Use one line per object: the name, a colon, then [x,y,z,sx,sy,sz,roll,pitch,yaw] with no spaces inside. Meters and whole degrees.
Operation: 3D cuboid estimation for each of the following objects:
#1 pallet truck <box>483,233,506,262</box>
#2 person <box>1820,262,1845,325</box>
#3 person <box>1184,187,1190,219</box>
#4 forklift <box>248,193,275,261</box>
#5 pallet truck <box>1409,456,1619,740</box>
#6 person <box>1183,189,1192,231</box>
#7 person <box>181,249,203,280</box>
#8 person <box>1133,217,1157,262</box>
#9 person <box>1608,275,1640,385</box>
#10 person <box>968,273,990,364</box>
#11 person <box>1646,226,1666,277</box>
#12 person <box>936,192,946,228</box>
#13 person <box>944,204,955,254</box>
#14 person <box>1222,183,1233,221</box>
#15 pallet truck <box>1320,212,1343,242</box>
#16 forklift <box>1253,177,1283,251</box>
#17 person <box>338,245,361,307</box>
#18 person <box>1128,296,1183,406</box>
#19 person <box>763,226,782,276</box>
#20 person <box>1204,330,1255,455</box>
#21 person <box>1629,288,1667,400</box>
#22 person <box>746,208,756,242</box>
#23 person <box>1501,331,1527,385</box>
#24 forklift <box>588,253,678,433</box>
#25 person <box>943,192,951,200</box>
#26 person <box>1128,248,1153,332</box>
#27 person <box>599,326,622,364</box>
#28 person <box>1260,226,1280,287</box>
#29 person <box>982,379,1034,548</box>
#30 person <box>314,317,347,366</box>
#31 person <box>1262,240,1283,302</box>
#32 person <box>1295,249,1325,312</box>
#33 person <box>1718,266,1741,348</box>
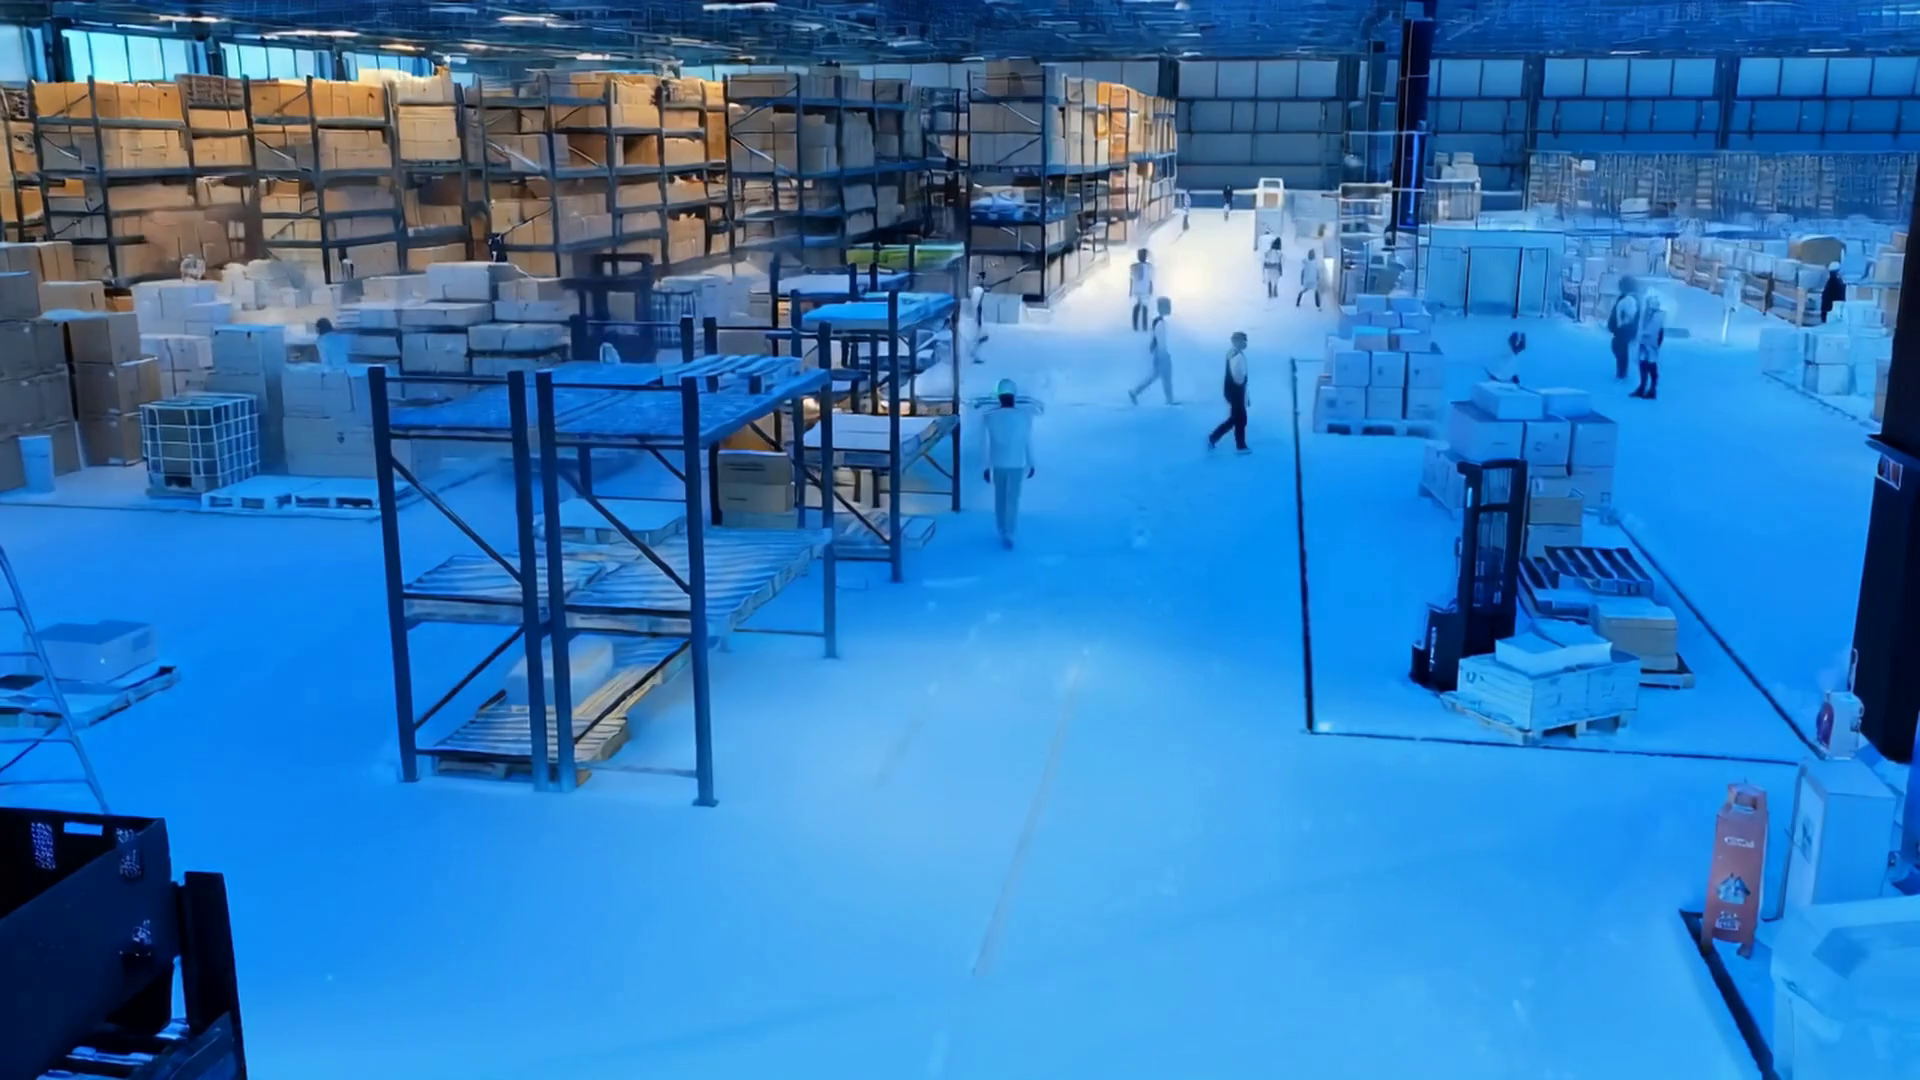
pallet truck: [-11.832,-7.026,43.548,1.885,1.965,0.823,8,16,28]
person: [17.881,-4.715,34.190,0.399,1.982,0.625,-1,14,-4]
person: [12.036,-17.798,87.877,0.336,1.718,0.621,-1,14,-5]
forklift: [-20.326,-8.695,48.503,1.873,2.768,1.129,-11,18,-38]
pallet truck: [4.504,0.400,13.395,0.823,1.965,1.885,-6,15,-23]
person: [10.642,-15.410,77.722,0.544,1.933,0.376,-13,19,-42]
person: [-20.140,-6.845,43.638,0.520,1.597,0.862,-7,15,-26]
person: [6.595,-10.702,59.306,0.856,1.581,0.519,2,14,9]
person: [12.258,-3.899,30.760,0.538,2.000,0.712,9,16,32]
person: [0.421,-4.424,33.308,0.420,1.847,0.494,-3,14,-14]
person: [21.350,-8.746,51.043,0.534,1.756,0.475,3,14,14]
person: [-0.829,-14.736,75.084,0.576,1.881,0.649,4,14,17]
person: [-0.424,-11.795,63.159,0.451,1.875,0.658,-2,14,-8]
person: [13.890,-17.538,86.333,0.609,1.943,0.402,-7,15,-26]
pallet truck: [15.874,-13.227,70.310,0.680,1.201,1.601,10,17,35]
forklift: [12.083,-12.747,64.956,1.129,2.768,1.873,3,14,10]
person: [-14.866,-6.245,40.614,0.852,1.889,0.598,-7,16,-28]
person: [3.338,-3.195,28.225,0.859,1.890,0.592,2,14,10]
person: [-6.101,-9.376,53.911,0.503,1.600,0.796,6,15,22]
person: [3.906,-2.104,23.935,0.763,1.823,0.521,-3,14,-12]
person: [12.031,-3.428,29.061,0.356,1.937,0.552,-4,14,-17]
person: [-8.176,-12.175,65.137,0.851,1.649,0.553,5,15,18]
person: [7.793,-2.035,23.596,0.452,1.855,0.510,1,14,6]
forklift: [-5.026,-2.910,25.018,1.129,2.768,1.873,3,14,10]
person: [-0.599,-14.880,75.650,0.731,1.893,0.445,-4,14,-15]
person: [4.209,-5.819,38.740,0.603,1.957,0.390,6,15,25]
person: [-5.077,-2.212,24.235,0.337,1.882,0.584,-6,15,-24]
person: [9.358,-8.581,50.280,0.615,1.799,0.830,1,14,5]
person: [0.539,-0.876,18.831,0.586,1.882,1.005,3,14,11]
person: [-9.481,-2.421,25.123,0.860,1.883,0.649,4,14,16]
person: [8.608,-7.429,45.891,0.552,1.648,0.874,0,14,1]
person: [9.073,-6.731,43.085,0.551,1.627,0.971,-6,15,-23]
person: [16.626,-5.016,35.884,0.527,1.761,0.331,-10,17,-35]
